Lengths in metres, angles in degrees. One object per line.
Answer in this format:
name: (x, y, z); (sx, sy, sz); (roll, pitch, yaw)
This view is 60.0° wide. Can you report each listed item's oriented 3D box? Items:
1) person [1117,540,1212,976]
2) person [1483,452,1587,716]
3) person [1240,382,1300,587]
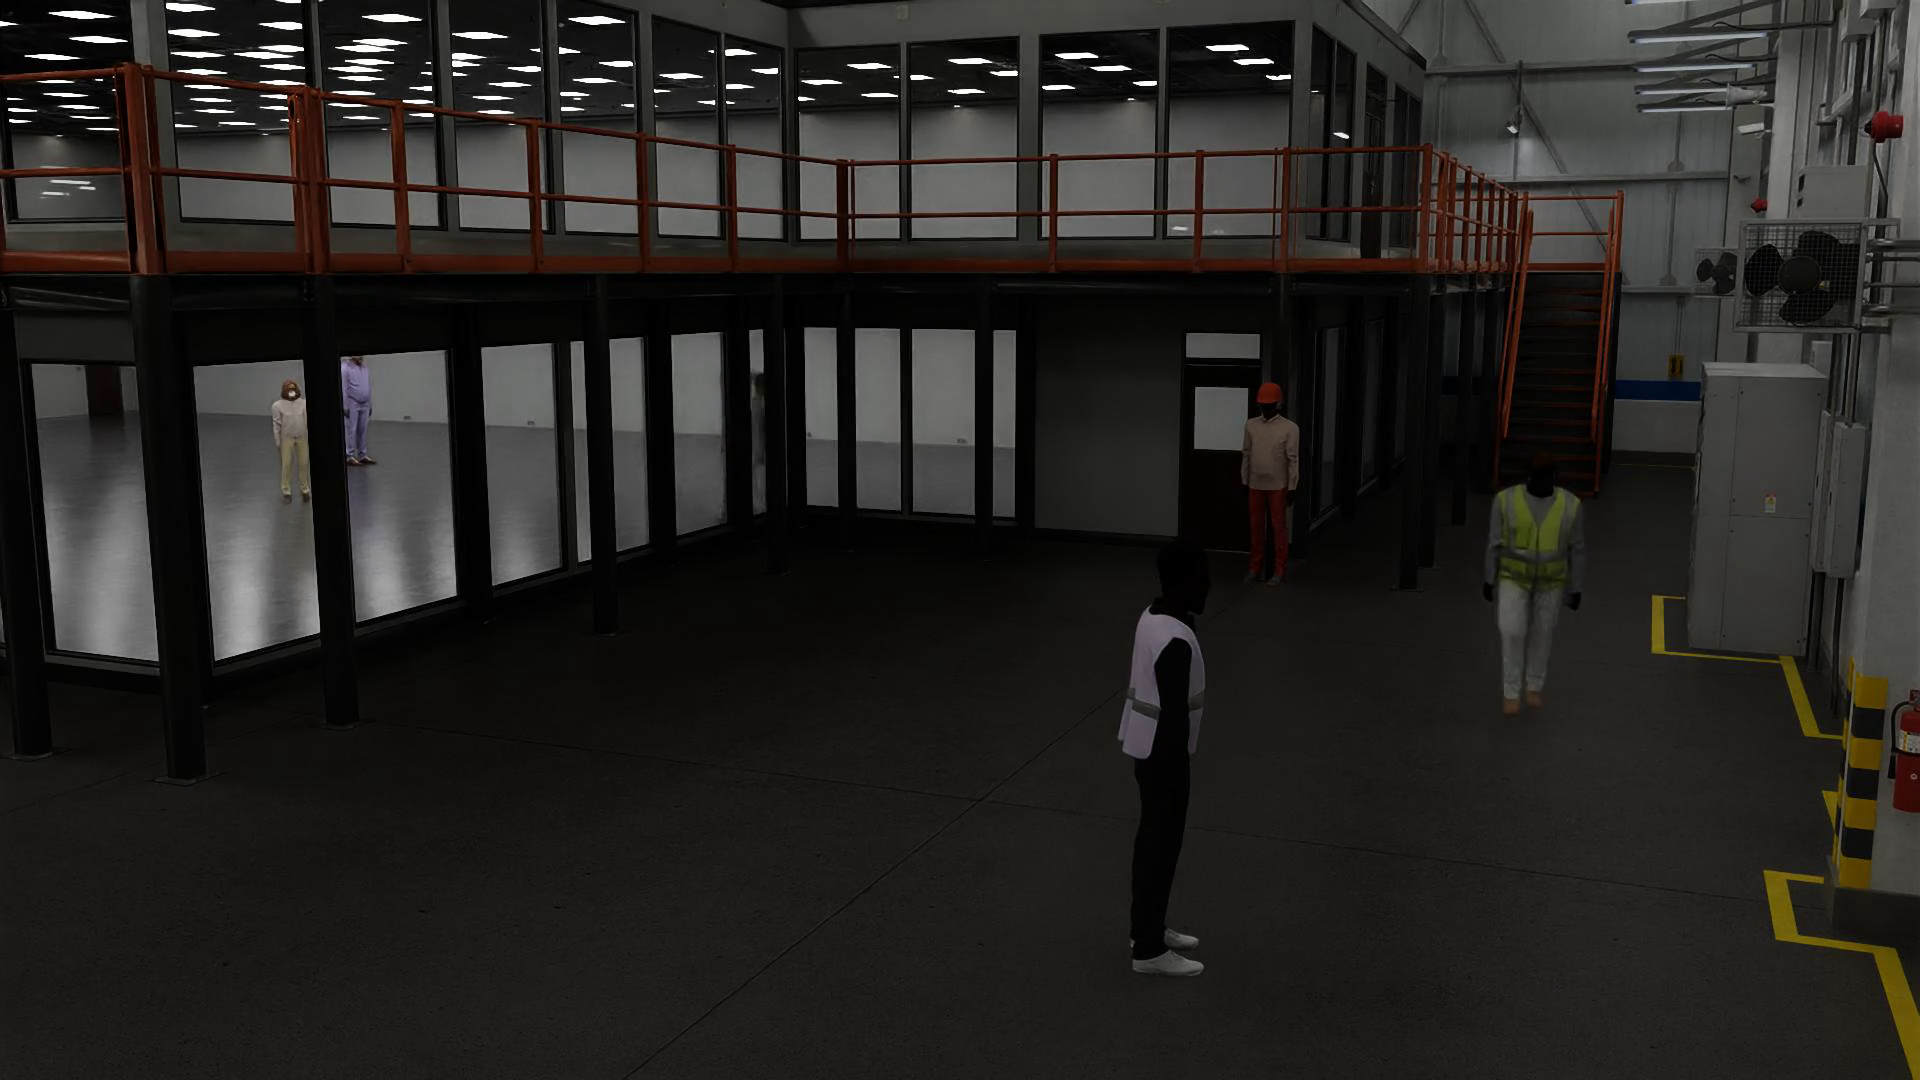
person: (0.891, 0.943, 7.268); (0.391, 1.908, 0.584); (0, 9, -2)
person: (3.944, 0.314, 11.404); (0.661, 1.813, 0.777); (2, 9, 13)
person: (2.992, -0.539, 16.154); (0.612, 1.986, 0.407); (8, 12, 40)
